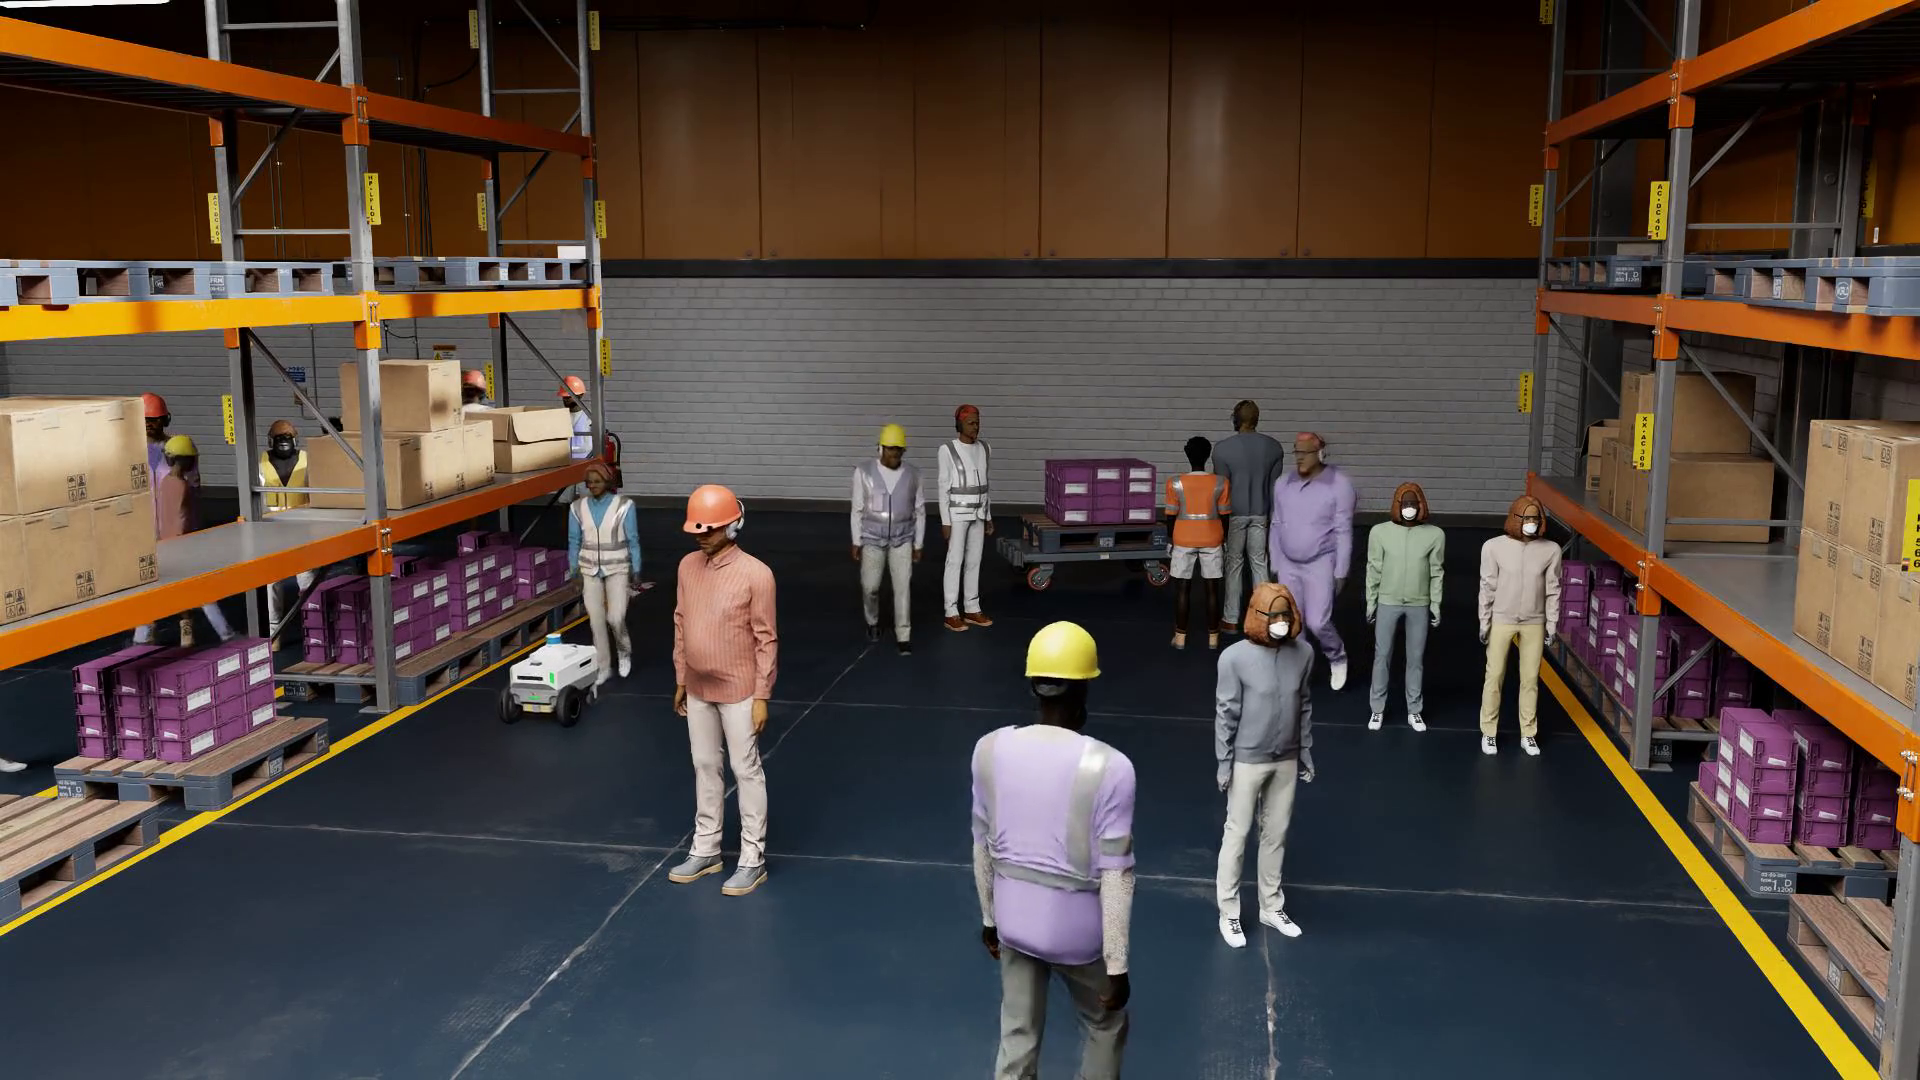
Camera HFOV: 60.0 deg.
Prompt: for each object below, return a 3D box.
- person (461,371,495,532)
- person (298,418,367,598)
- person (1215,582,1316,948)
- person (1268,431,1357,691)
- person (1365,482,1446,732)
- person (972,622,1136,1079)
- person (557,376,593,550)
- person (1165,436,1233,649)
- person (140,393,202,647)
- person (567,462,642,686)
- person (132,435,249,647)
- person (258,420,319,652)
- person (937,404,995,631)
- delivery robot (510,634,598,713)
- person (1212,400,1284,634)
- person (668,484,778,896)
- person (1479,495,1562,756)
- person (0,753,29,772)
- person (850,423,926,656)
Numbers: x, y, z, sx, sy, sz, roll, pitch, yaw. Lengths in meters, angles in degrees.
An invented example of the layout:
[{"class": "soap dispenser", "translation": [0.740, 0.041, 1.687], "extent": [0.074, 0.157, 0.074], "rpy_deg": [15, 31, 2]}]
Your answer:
[{"class": "person", "translation": [-4.857, -0.699, 16.743], "extent": [0.601, 1.985, 1.027], "rpy_deg": [1, 9, 7]}, {"class": "person", "translation": [-5.672, -0.266, 15.047], "extent": [0.545, 1.658, 0.858], "rpy_deg": [2, 9, 13]}, {"class": "person", "translation": [1.359, 0.988, 7.407], "extent": [0.507, 1.631, 0.266], "rpy_deg": [-4, 10, -23]}, {"class": "person", "translation": [2.449, 0.176, 11.635], "extent": [0.644, 1.893, 0.472], "rpy_deg": [9, 13, 43]}, {"class": "person", "translation": [2.887, 0.434, 10.821], "extent": [0.497, 1.633, 0.285], "rpy_deg": [1, 9, 7]}, {"class": "person", "translation": [0.328, 1.194, 5.281], "extent": [0.609, 1.899, 0.728], "rpy_deg": [6, 11, 33]}, {"class": "person", "translation": [-3.896, -0.698, 16.885], "extent": [0.546, 1.934, 0.376], "rpy_deg": [1, 9, 6]}, {"class": "person", "translation": [1.877, 0.026, 13.145], "extent": [0.534, 1.698, 0.318], "rpy_deg": [0, 9, 2]}, {"class": "person", "translation": [-6.293, -0.137, 13.083], "extent": [0.615, 2.043, 0.373], "rpy_deg": [-3, 10, -18]}, {"class": "person", "translation": [-2.572, 0.247, 11.990], "extent": [0.545, 1.623, 0.377], "rpy_deg": [1, 9, 8]}, {"class": "person", "translation": [-6.082, 0.036, 13.028], "extent": [0.917, 1.712, 0.536], "rpy_deg": [-7, 12, -37]}, {"class": "person", "translation": [-5.289, -0.033, 13.109], "extent": [0.619, 1.835, 0.430], "rpy_deg": [-4, 10, -21]}, {"class": "person", "translation": [0.057, -0.190, 13.900], "extent": [0.345, 1.882, 0.584], "rpy_deg": [9, 13, 44]}, {"class": "delivery robot", "translation": [-2.716, 0.873, 11.147], "extent": [0.477, 0.478, 0.707], "rpy_deg": [2, 9, 13]}, {"class": "person", "translation": [2.348, -0.189, 13.725], "extent": [0.636, 1.939, 0.363], "rpy_deg": [-3, 10, -17]}, {"class": "person", "translation": [-1.156, 0.713, 8.022], "extent": [0.609, 1.986, 0.390], "rpy_deg": [6, 11, 33]}, {"class": "person", "translation": [3.449, 0.527, 10.278], "extent": [0.496, 1.629, 0.277], "rpy_deg": [1, 9, 4]}, {"class": "person", "translation": [-5.744, 0.478, 9.688], "extent": [0.403, 1.919, 0.587], "rpy_deg": [2, 9, 11]}, {"class": "person", "translation": [-0.564, -0.026, 13.108], "extent": [0.609, 1.818, 0.644], "rpy_deg": [-1, 9, -8]}]
